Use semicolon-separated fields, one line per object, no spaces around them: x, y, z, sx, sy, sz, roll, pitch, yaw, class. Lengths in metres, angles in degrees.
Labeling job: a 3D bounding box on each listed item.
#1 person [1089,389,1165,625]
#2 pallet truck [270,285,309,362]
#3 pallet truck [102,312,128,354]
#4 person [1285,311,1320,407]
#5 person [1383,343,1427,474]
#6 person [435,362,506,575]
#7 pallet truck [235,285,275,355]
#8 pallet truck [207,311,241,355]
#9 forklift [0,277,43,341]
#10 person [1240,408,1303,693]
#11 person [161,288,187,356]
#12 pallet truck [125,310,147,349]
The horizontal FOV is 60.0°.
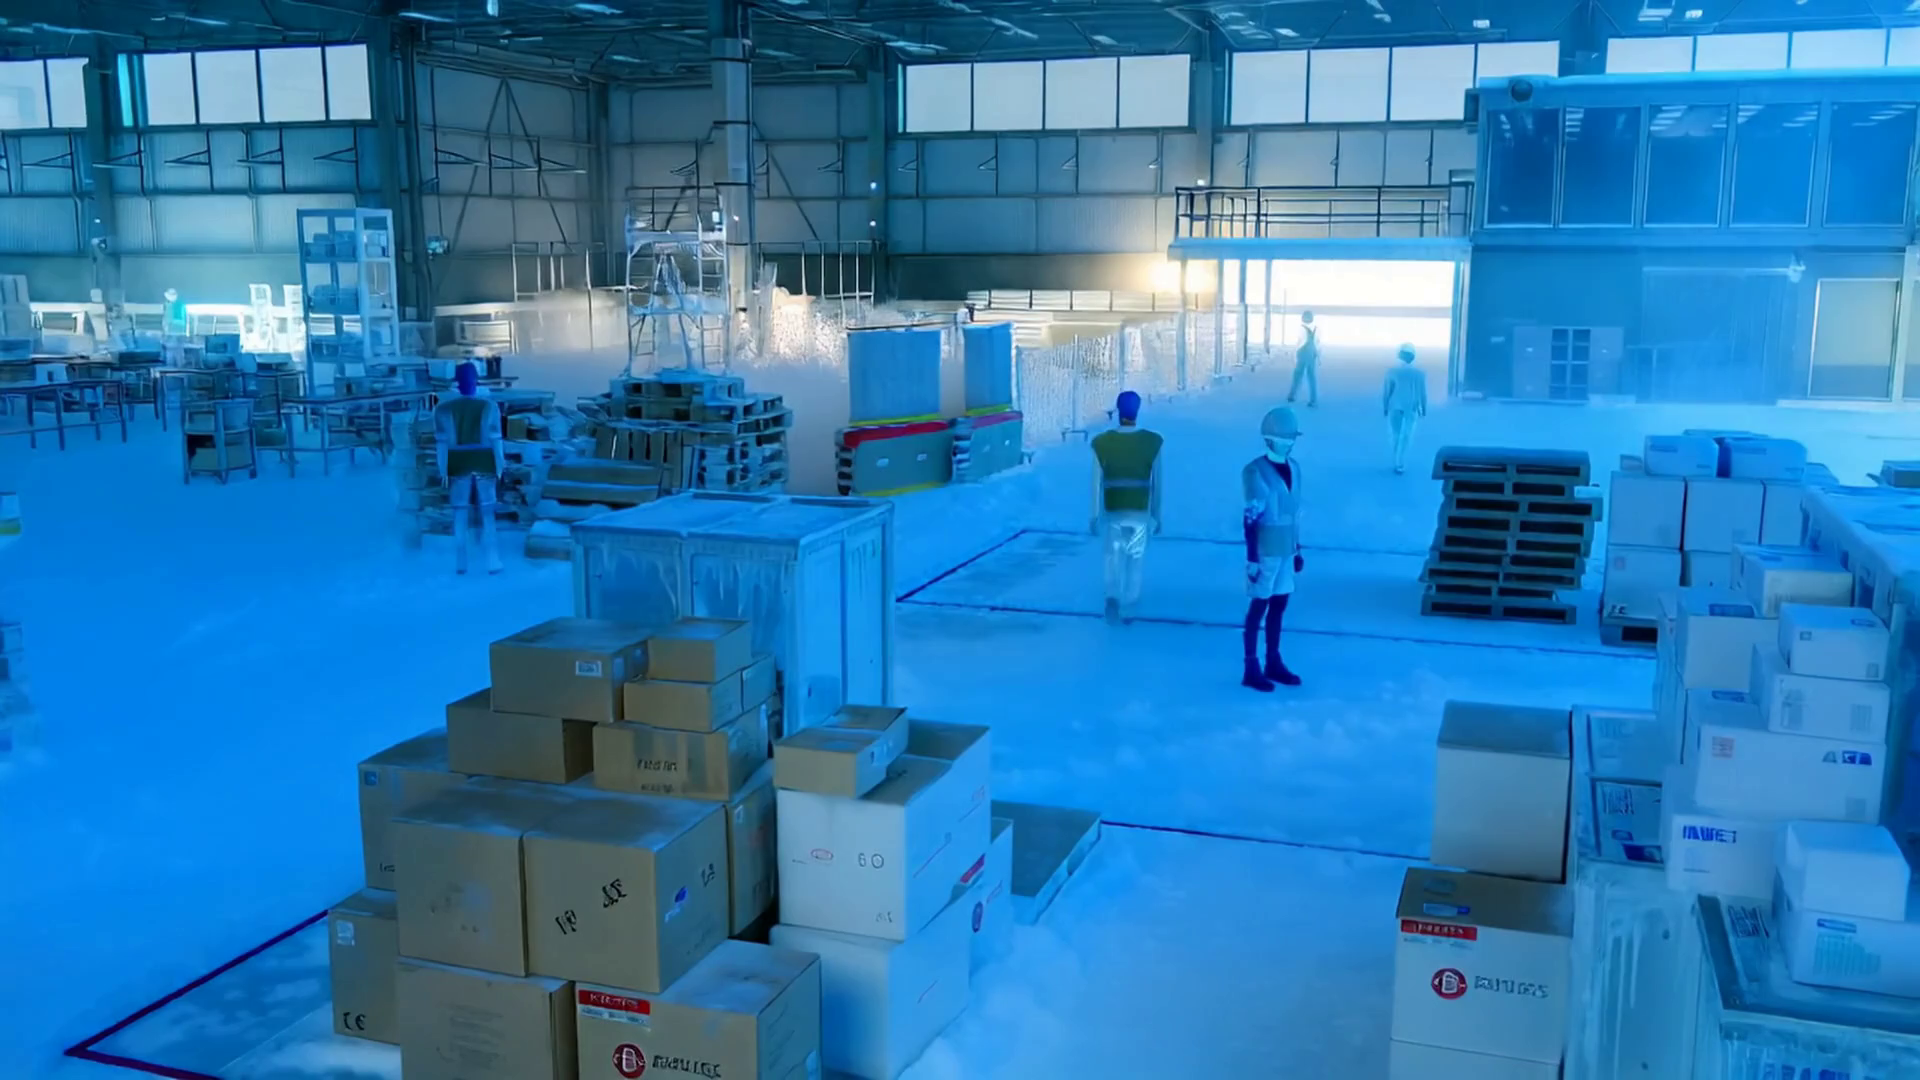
1.325;-0.239;13.192;0.590;1.904;0.468;1;10;7;person
-17.147;-5.700;43.663;0.823;1.965;1.885;3;11;17;pallet truck
-23.057;-5.777;46.261;0.680;1.201;1.601;3;11;19;pallet truck
6.534;-3.440;31.507;0.537;1.790;0.970;-3;10;-15;person
5.982;-1.773;22.299;0.542;1.719;0.891;5;11;27;person
-4.496;-0.652;15.319;0.613;1.963;0.361;-2;10;-13;person
-18.327;-5.835;44.421;0.823;1.965;1.885;4;11;23;pallet truck
-19.537;-5.575;44.913;0.653;1.274;1.630;3;11;19;pallet truck
-27.151;-6.329;46.328;1.157;1.987;2.680;3;11;17;forklift
2.157;0.065;11.364;0.551;1.937;0.357;-9;13;-40;person
-18.510;-4.918;39.164;0.406;2.034;0.608;7;12;35;person
-22.038;-5.665;45.457;0.704;1.261;1.522;3;11;17;pallet truck
